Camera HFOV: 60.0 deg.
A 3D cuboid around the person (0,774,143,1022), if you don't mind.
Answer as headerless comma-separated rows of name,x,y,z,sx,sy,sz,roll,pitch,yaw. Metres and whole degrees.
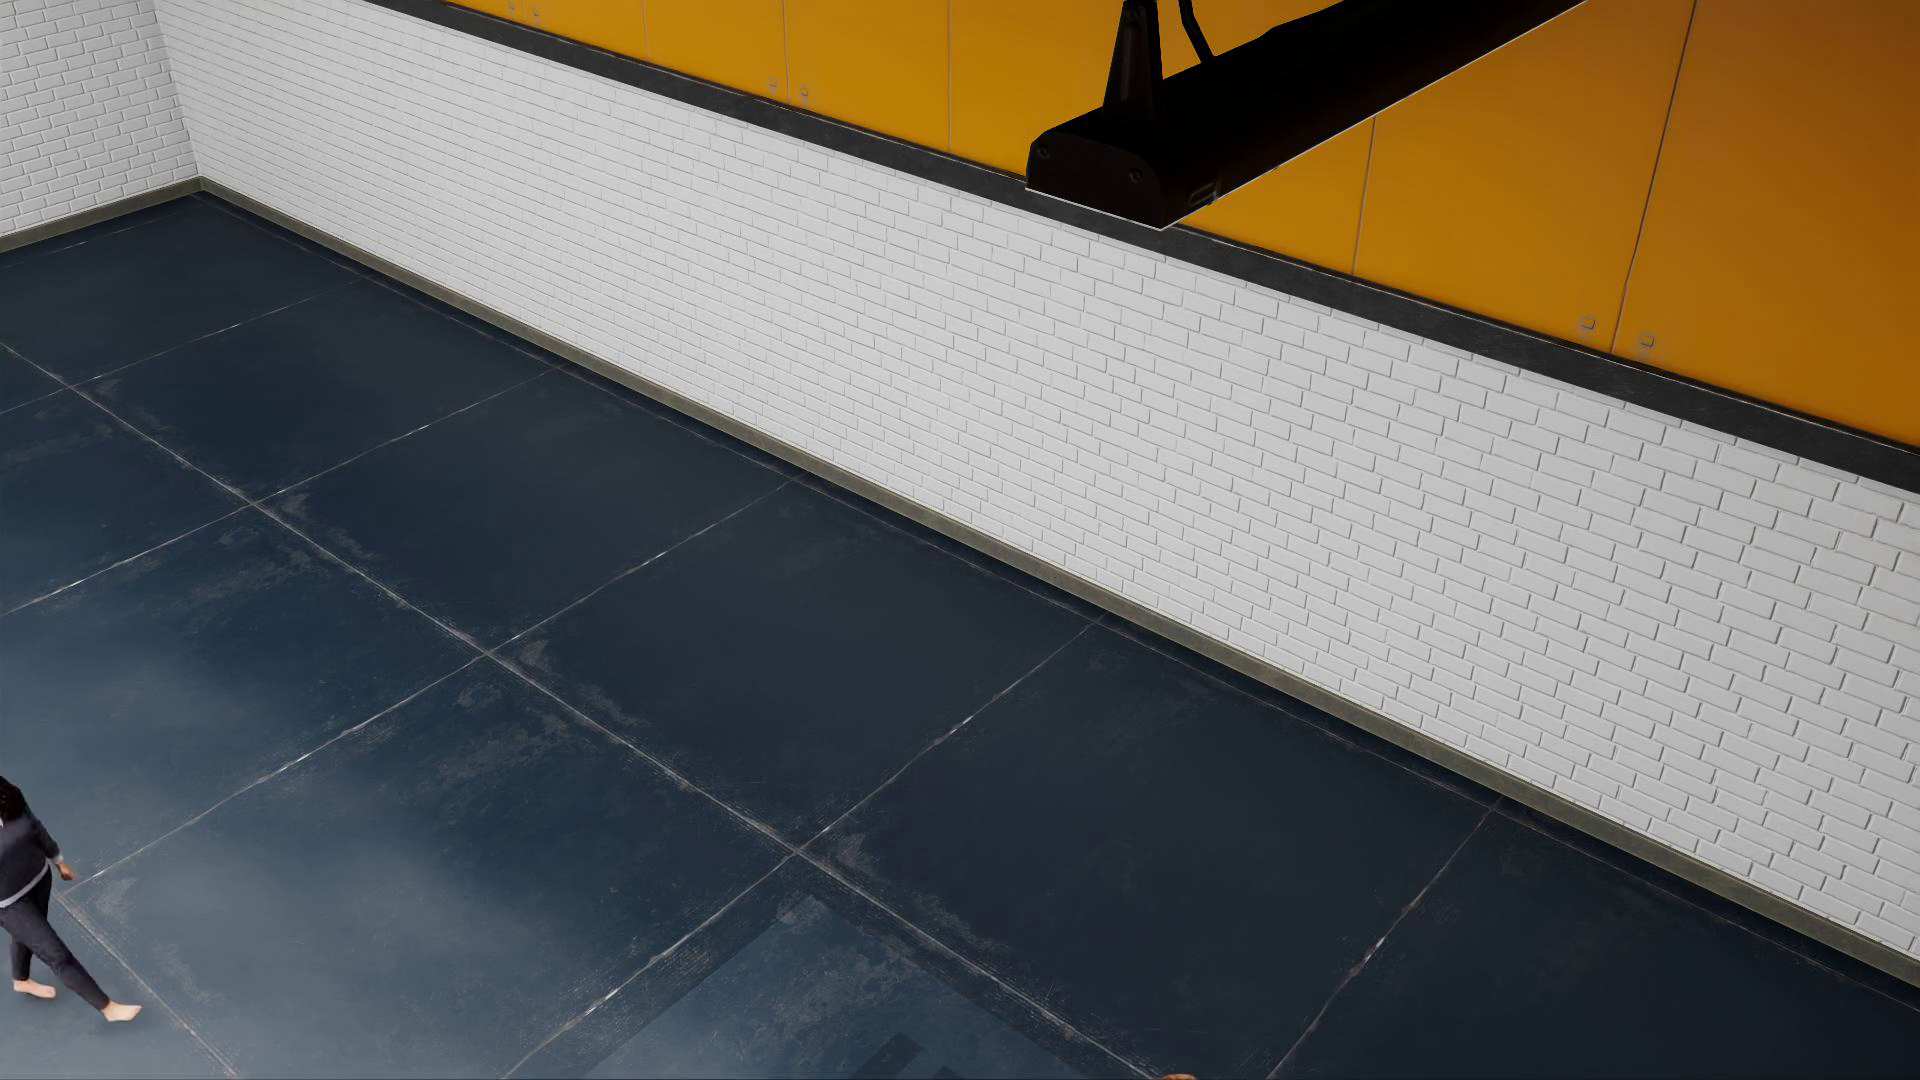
person,-4.851,1.770,8.440,1.025,1.718,1.109,6,34,9
